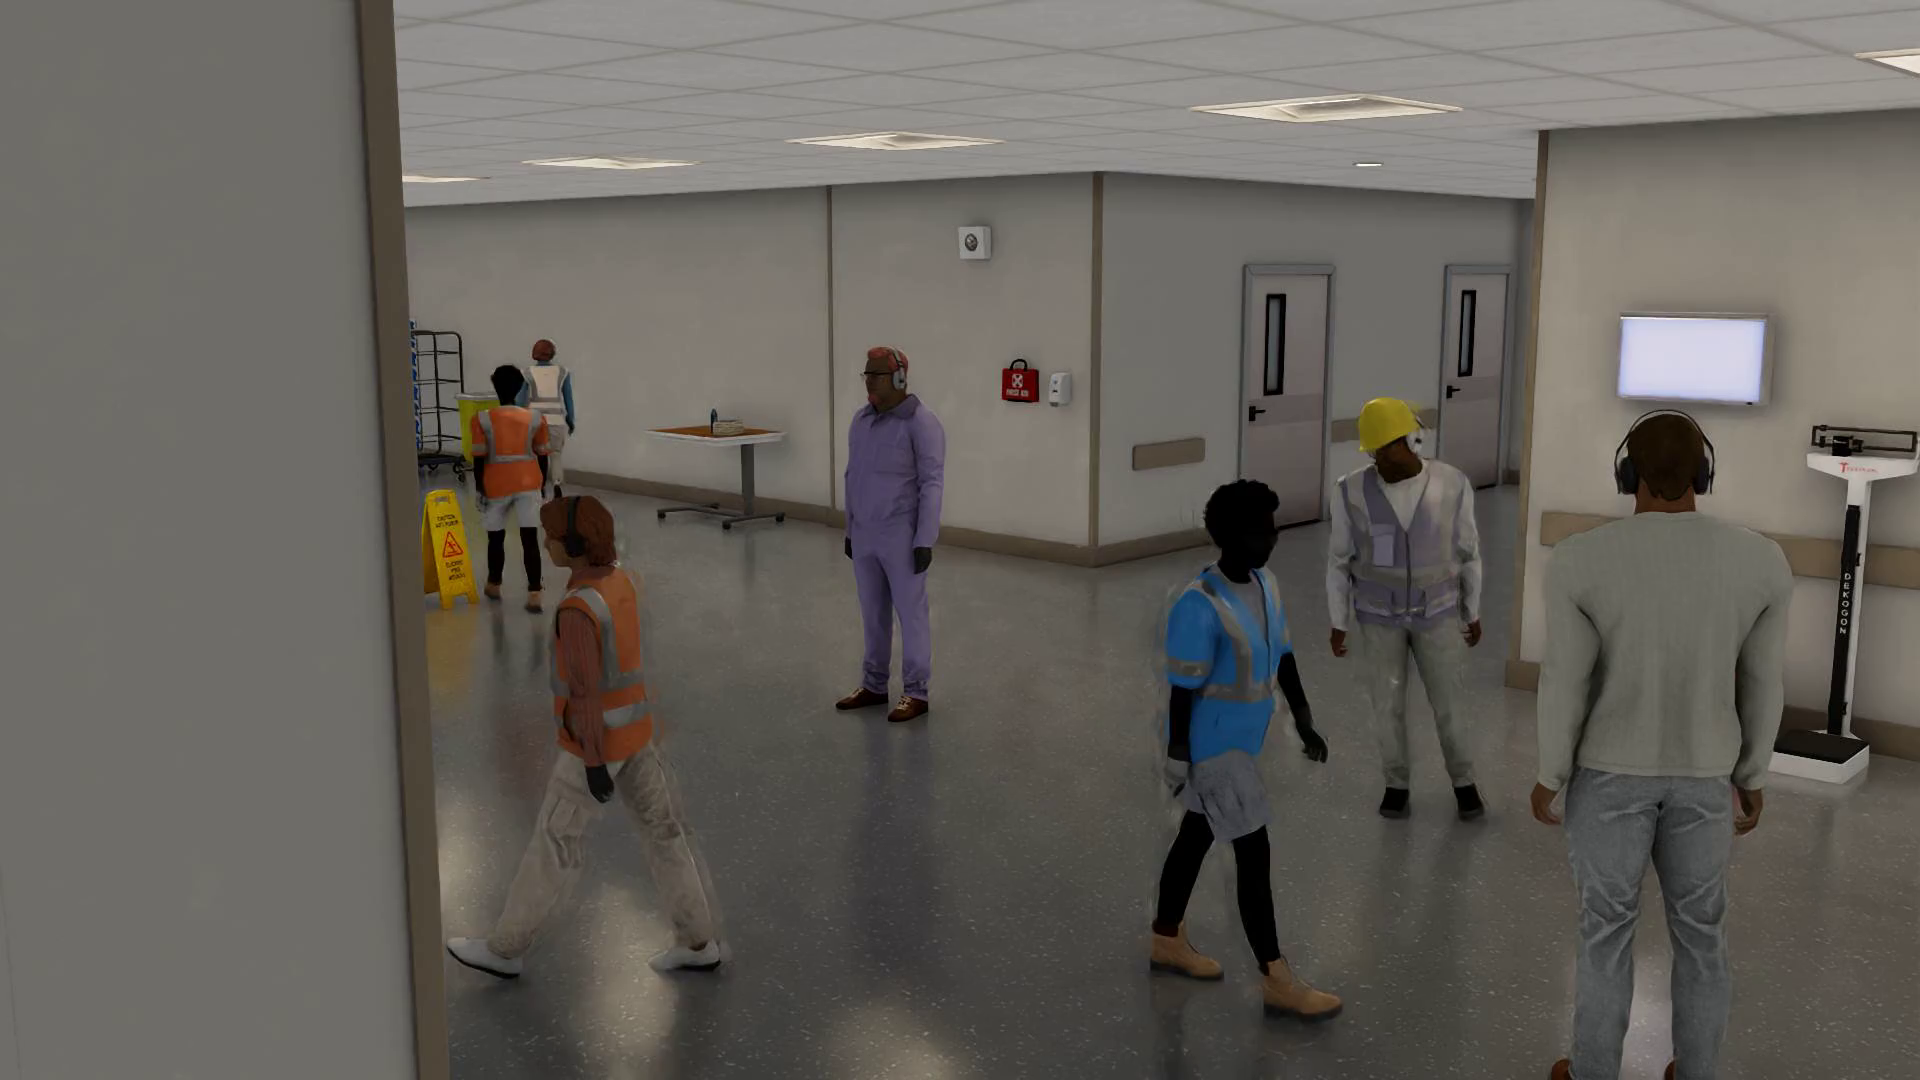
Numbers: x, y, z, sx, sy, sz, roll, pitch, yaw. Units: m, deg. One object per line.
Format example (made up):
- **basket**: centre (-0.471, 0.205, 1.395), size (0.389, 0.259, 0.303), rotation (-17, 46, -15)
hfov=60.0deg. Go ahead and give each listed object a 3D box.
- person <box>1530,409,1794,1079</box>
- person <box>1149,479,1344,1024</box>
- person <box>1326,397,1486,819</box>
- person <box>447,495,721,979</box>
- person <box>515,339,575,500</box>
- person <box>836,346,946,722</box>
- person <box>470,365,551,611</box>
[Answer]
- **person**: centre (1.835, 0.623, 4.424), size (0.627, 1.933, 0.371), rotation (1, 9, 6)
- **person**: centre (0.915, 0.639, 5.151), size (0.794, 1.659, 0.550), rotation (5, 11, 29)
- **person**: centre (1.838, 0.294, 6.889), size (0.641, 1.787, 0.439), rotation (2, 9, 10)
- **person**: centre (-1.192, 0.644, 5.346), size (0.875, 1.591, 0.529), rotation (2, 9, 9)
- **person**: centre (-4.016, -1.128, 16.085), size (0.583, 1.622, 0.406), rotation (-4, 10, -25)
- **person**: centre (-0.376, -0.034, 8.531), size (0.641, 1.908, 0.407), rotation (8, 13, 42)
- **person**: centre (-3.047, -0.360, 11.305), size (0.538, 1.650, 0.845), rotation (-4, 10, -21)
